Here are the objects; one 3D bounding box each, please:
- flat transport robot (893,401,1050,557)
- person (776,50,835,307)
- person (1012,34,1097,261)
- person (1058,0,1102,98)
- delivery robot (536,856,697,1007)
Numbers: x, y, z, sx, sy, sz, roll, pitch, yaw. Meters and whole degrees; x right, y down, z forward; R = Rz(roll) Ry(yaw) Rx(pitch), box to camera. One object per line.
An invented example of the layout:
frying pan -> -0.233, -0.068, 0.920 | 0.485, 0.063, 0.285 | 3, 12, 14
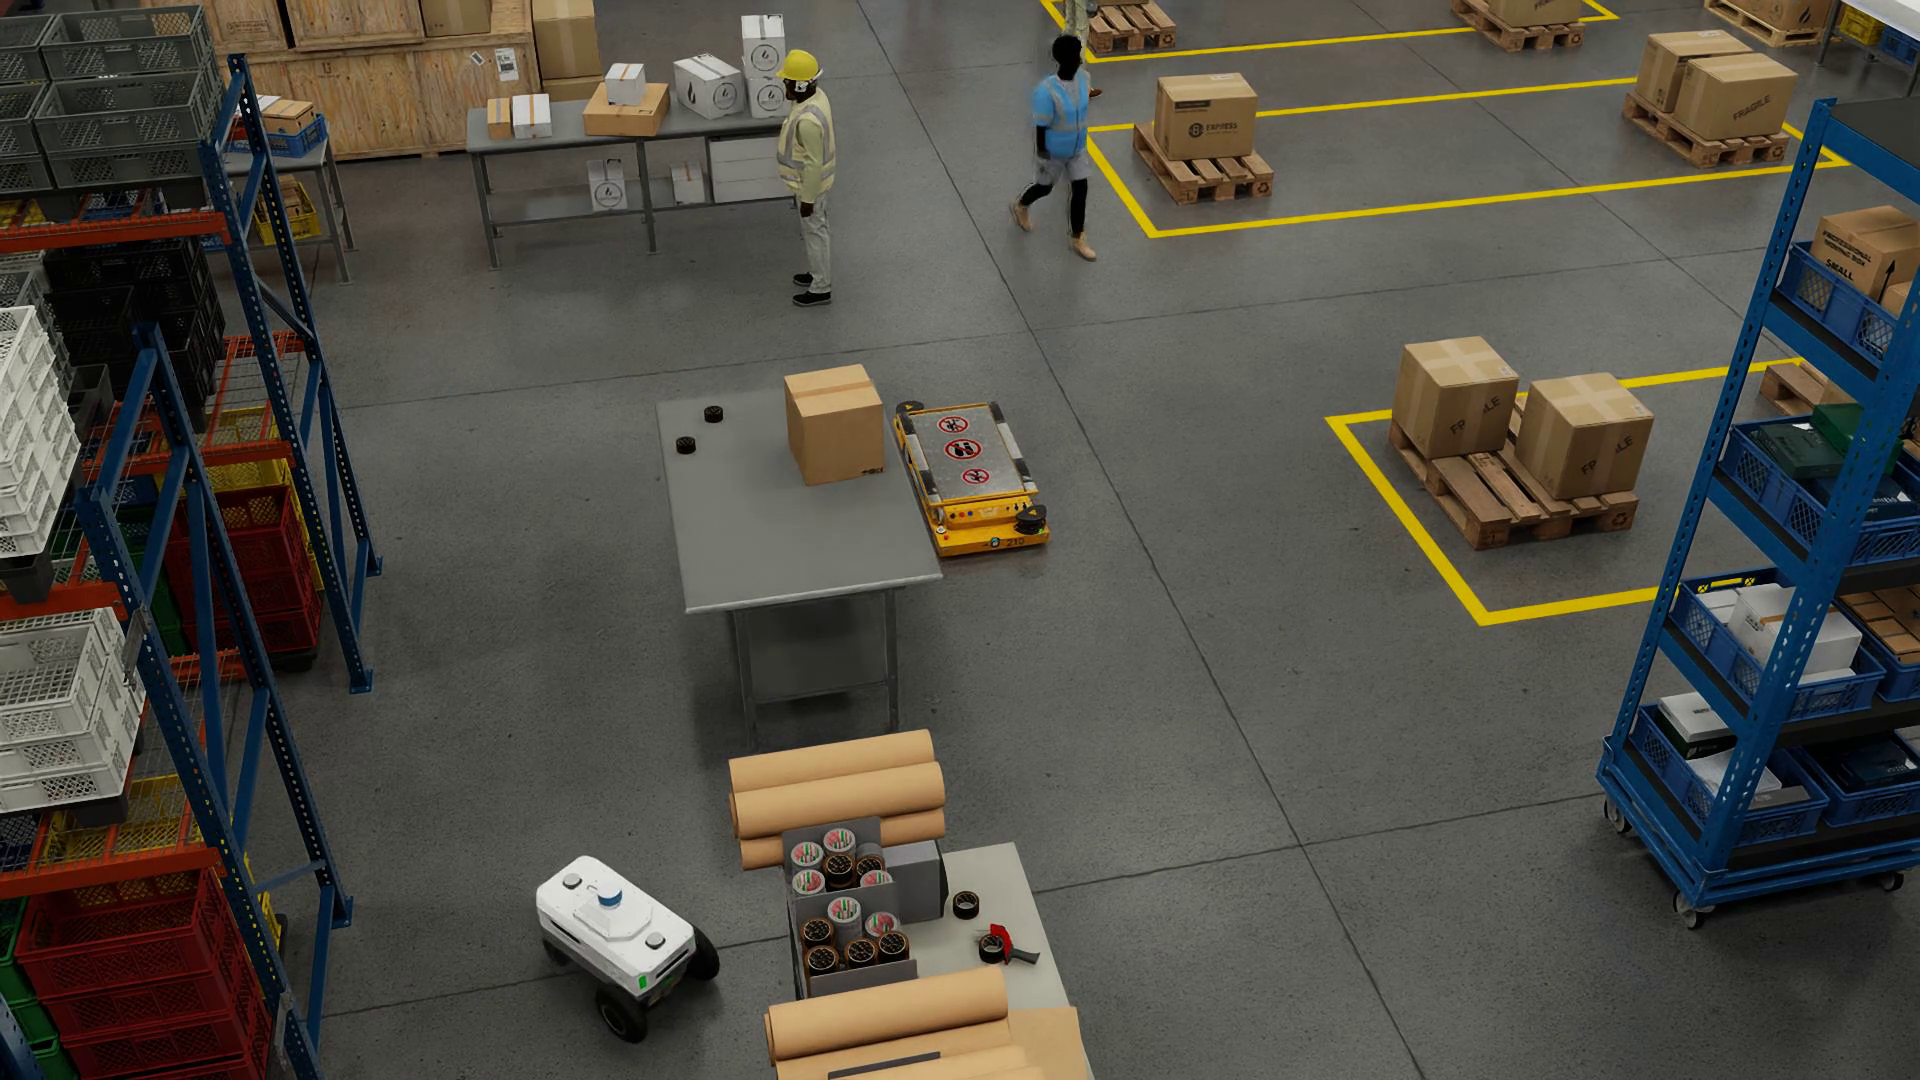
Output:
flat transport robot -> 0.046, -0.430, 10.108 | 0.652, 0.197, 1.431 | -8, 37, -10
person -> -1.067, -2.525, 11.624 | 0.404, 1.831, 0.600 | -1, 37, -2
person -> 0.714, -2.952, 12.335 | 0.538, 1.667, 0.797 | -25, 43, -29
person -> 1.070, -4.873, 14.750 | 0.317, 1.870, 0.531 | -18, 40, -22
delivery robot -> -1.455, 1.634, 7.023 | 0.707, 0.478, 0.477 | 26, 44, 30
